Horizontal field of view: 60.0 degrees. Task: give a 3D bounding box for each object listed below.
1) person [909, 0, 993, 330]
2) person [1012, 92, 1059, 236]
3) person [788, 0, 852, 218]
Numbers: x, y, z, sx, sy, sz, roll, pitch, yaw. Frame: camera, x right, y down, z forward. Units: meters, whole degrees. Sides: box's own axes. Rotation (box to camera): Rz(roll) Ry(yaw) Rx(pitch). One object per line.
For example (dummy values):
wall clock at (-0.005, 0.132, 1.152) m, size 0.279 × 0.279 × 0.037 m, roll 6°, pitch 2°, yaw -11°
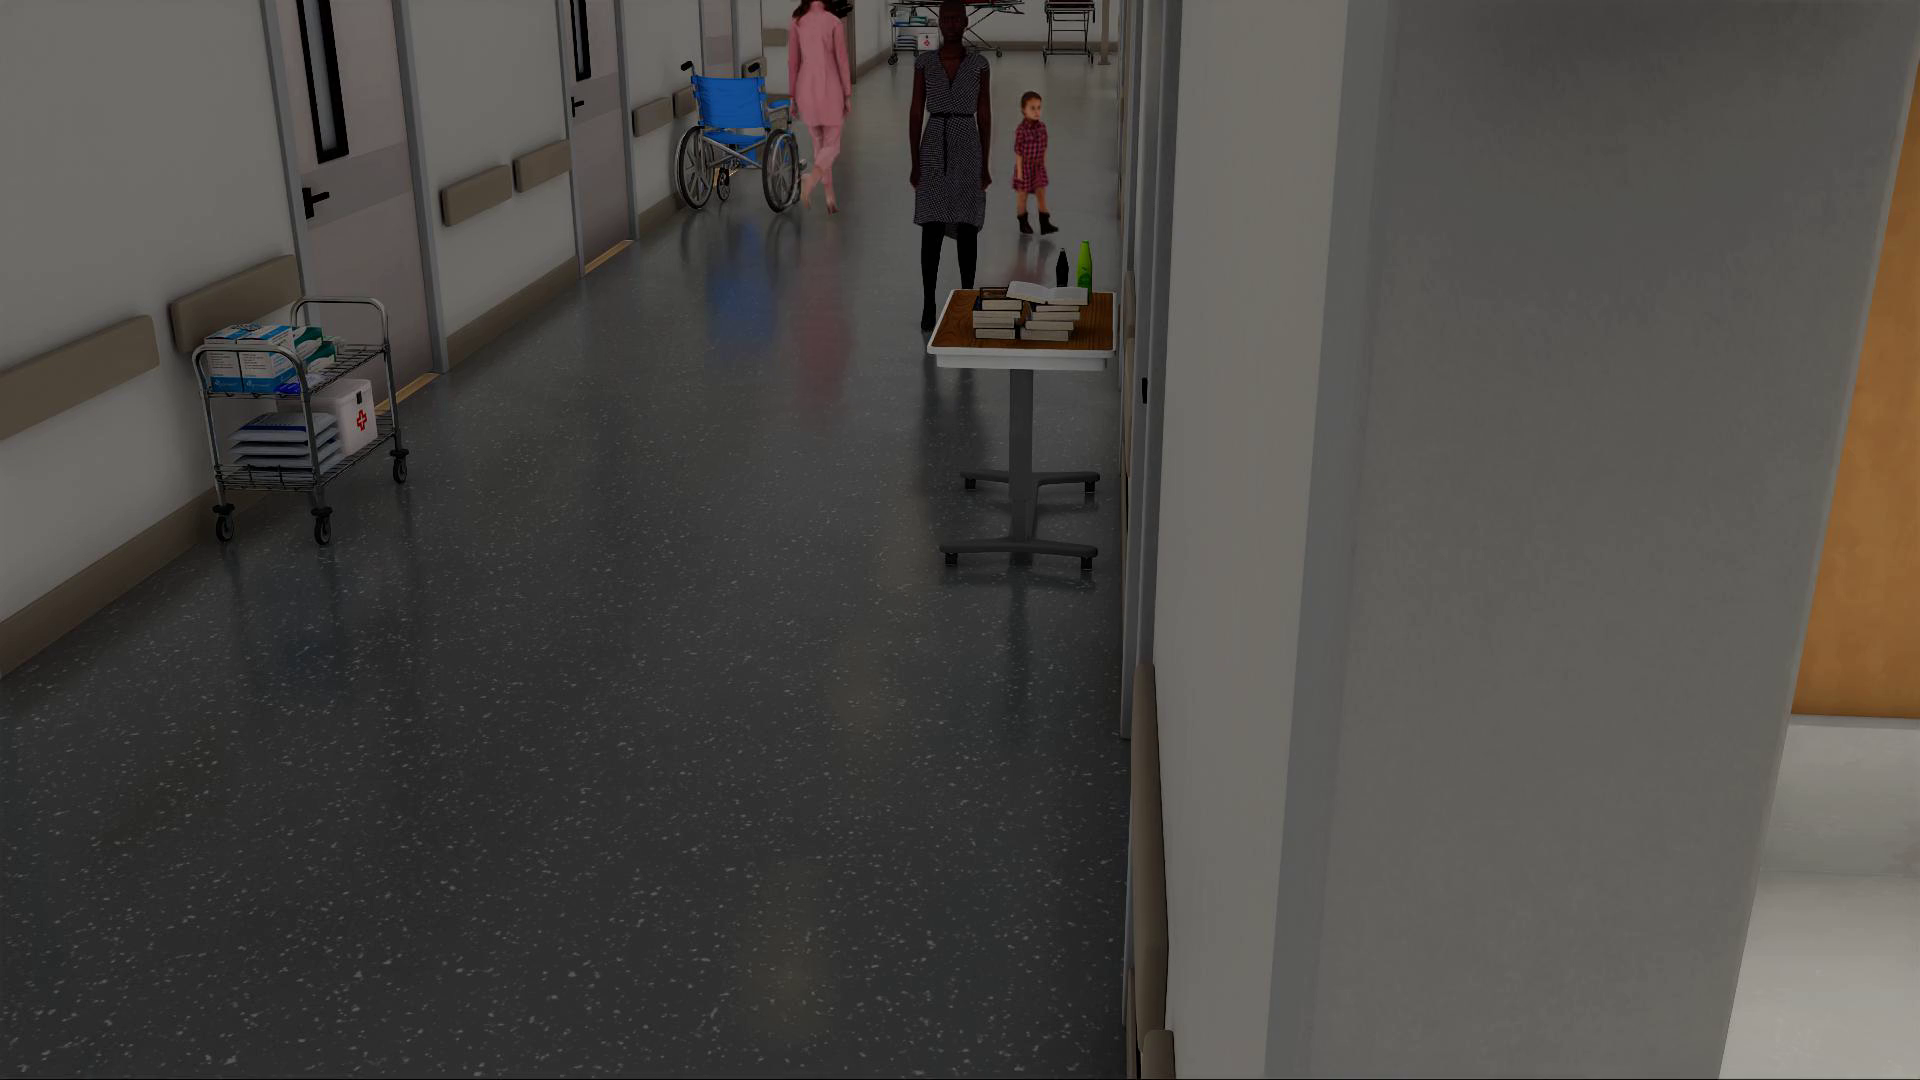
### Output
person at (-0.050, -2.066, 9.214) m, size 0.633 × 1.789 × 0.557 m, roll -1°, pitch 21°, yaw -3°
person at (0.494, -2.725, 12.057) m, size 0.599 × 1.007 × 0.705 m, roll -10°, pitch 23°, yaw -25°
person at (-1.084, -3.269, 12.412) m, size 0.696 × 1.773 × 0.993 m, roll 5°, pitch 21°, yaw 12°
